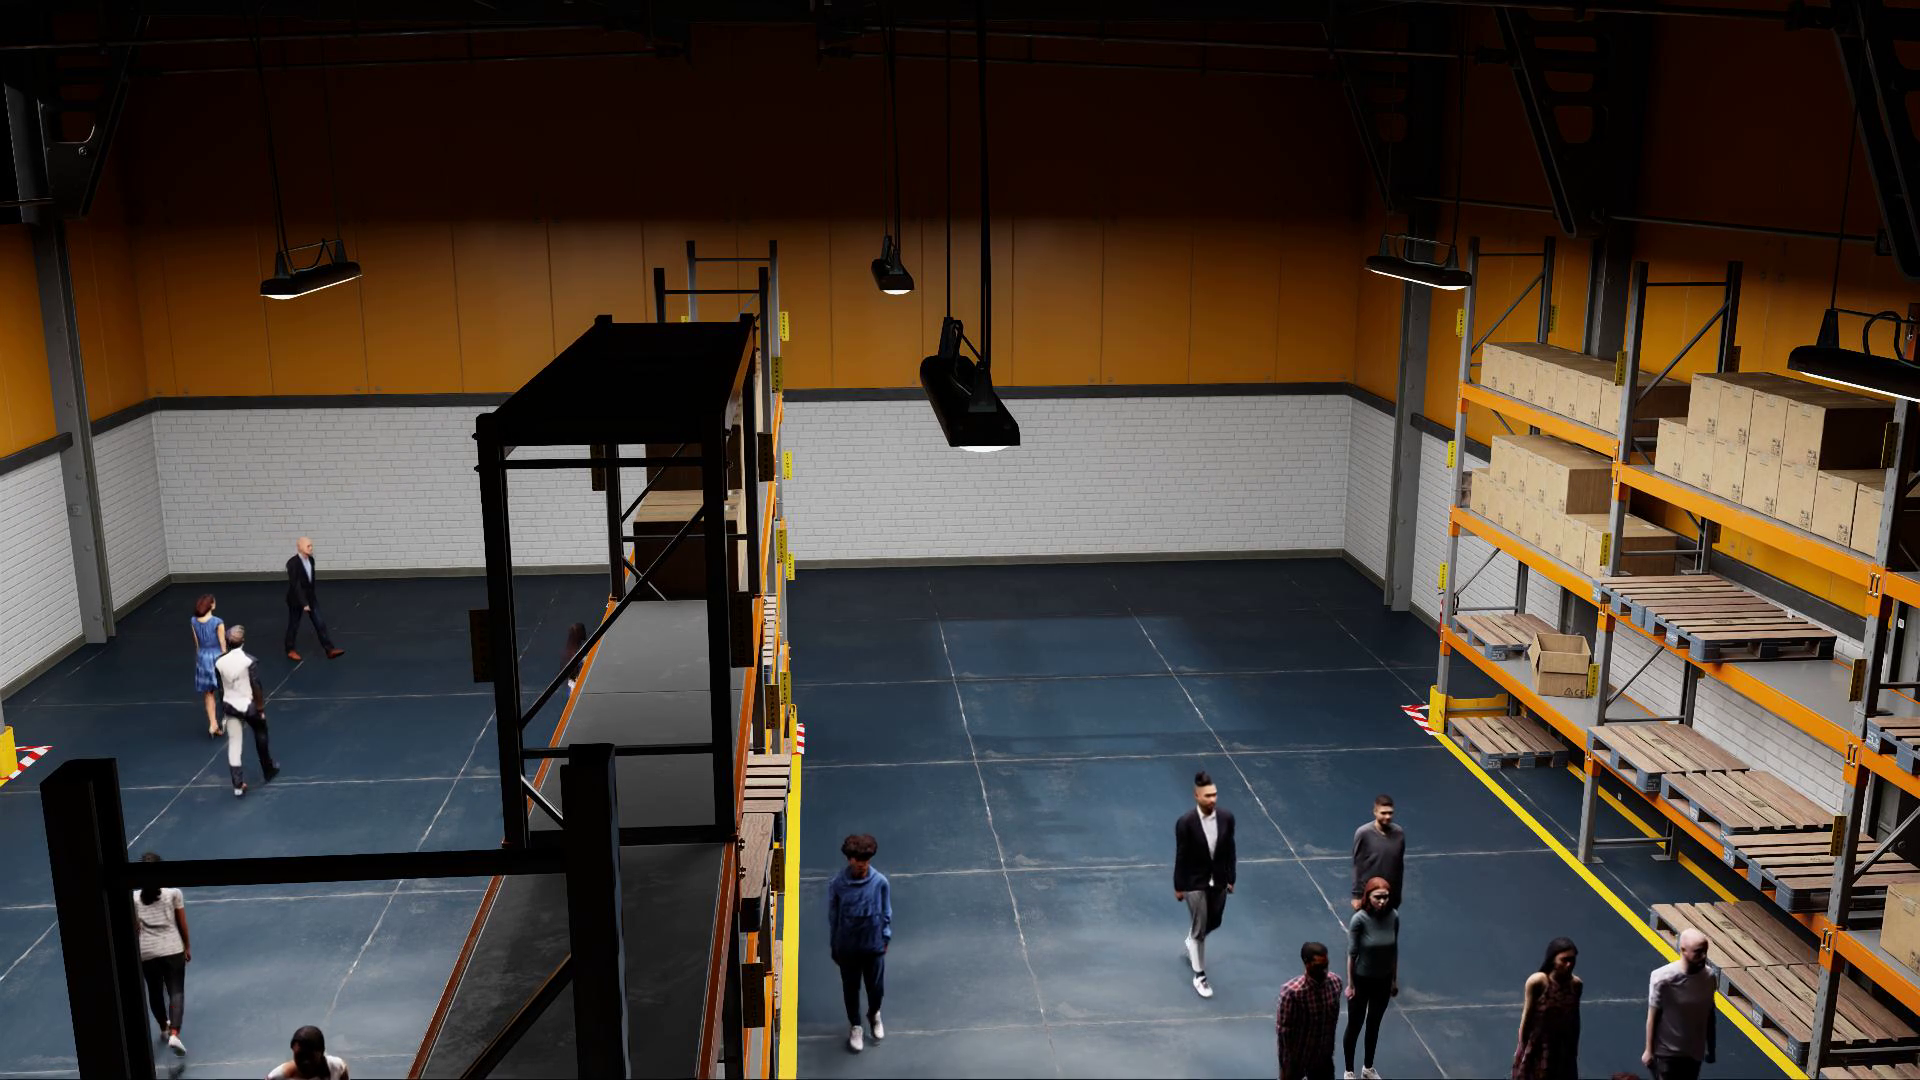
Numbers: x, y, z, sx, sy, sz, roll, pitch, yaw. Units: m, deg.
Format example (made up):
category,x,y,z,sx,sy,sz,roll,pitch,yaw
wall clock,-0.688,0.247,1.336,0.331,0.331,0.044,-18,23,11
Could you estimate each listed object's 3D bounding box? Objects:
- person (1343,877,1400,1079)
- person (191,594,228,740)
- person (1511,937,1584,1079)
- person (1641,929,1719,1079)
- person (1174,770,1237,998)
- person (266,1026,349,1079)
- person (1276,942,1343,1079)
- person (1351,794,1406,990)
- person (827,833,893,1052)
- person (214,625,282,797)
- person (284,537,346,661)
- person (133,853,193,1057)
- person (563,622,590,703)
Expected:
category,x,y,z,sx,sy,sz,roll,pitch,yaw
person,3.122,3.365,12.633,0.621,1.742,0.569,-3,14,-14
person,-9.047,1.549,20.018,0.740,1.796,0.766,2,14,9
person,4.095,3.573,11.731,0.618,1.763,0.797,-1,14,-4
person,4.993,3.552,11.687,0.728,1.825,0.806,-3,14,-11
person,2.078,2.866,14.283,0.829,1.936,1.063,-4,14,-17
person,-4.168,3.874,10.708,0.838,1.659,1.162,-5,14,-19
person,2.405,3.588,11.736,0.907,1.731,1.170,-6,15,-23
person,3.550,2.993,14.131,0.637,1.761,0.545,-3,14,-10
person,-0.814,3.170,13.323,0.667,1.797,0.606,-1,14,-5
person,-7.975,1.911,18.380,0.768,1.864,0.999,0,14,1
person,-9.173,0.847,23.024,1.126,1.746,1.236,6,15,24
person,-6.327,3.310,13.137,0.758,1.613,1.072,-5,14,-20
person,-4.383,1.828,18.959,0.934,1.752,1.047,8,16,29
